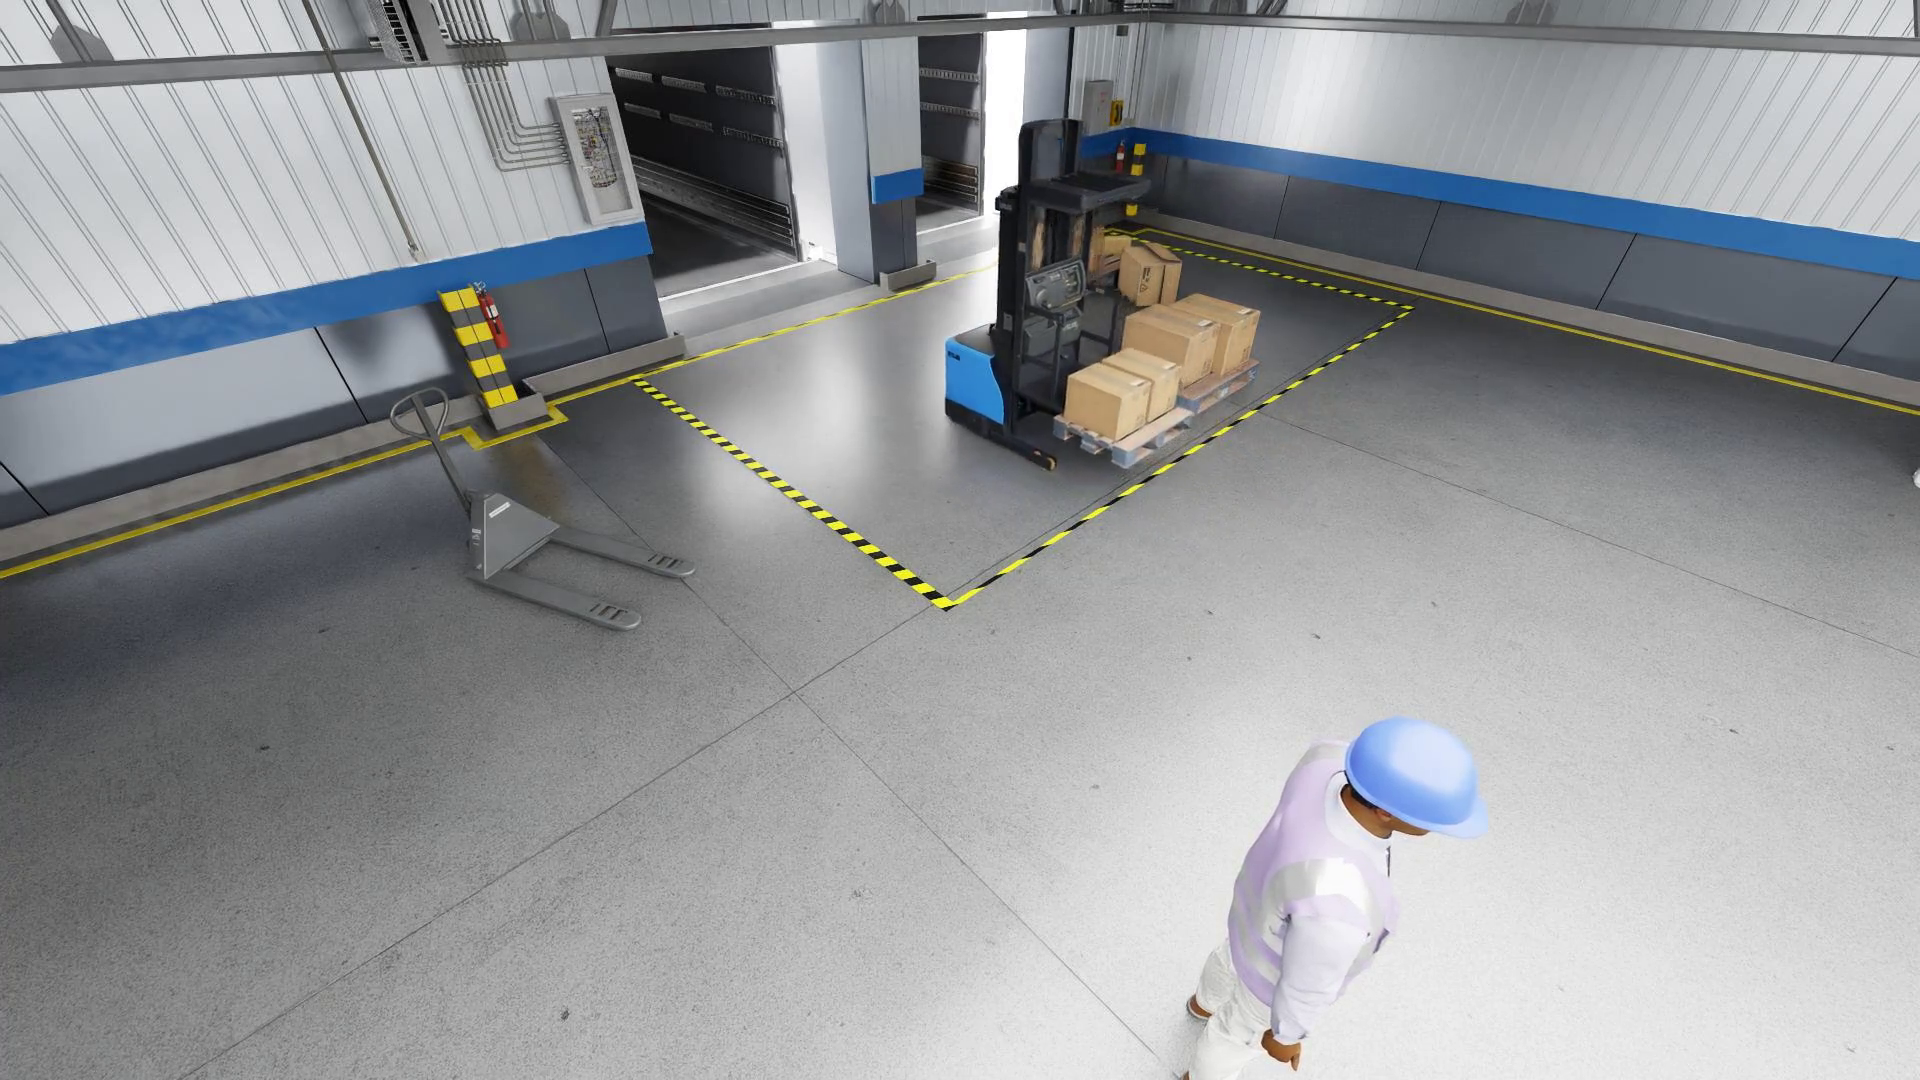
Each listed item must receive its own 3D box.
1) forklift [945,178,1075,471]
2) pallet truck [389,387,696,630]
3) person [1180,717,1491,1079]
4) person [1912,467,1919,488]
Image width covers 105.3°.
[{"bbox_3d":[0.411,-1.870,6.038,0.716,2.013,0.776,-31,47,-33],"label":"forklift"},{"bbox_3d":[-2.613,-0.247,4.593,1.601,1.201,0.680,14,40,17],"label":"pallet truck"},{"bbox_3d":[0.985,1.179,2.167,0.398,1.945,0.614,14,40,17],"label":"person"},{"bbox_3d":[7.810,-1.105,5.290,0.487,1.743,0.294,14,40,17],"label":"person"}]
